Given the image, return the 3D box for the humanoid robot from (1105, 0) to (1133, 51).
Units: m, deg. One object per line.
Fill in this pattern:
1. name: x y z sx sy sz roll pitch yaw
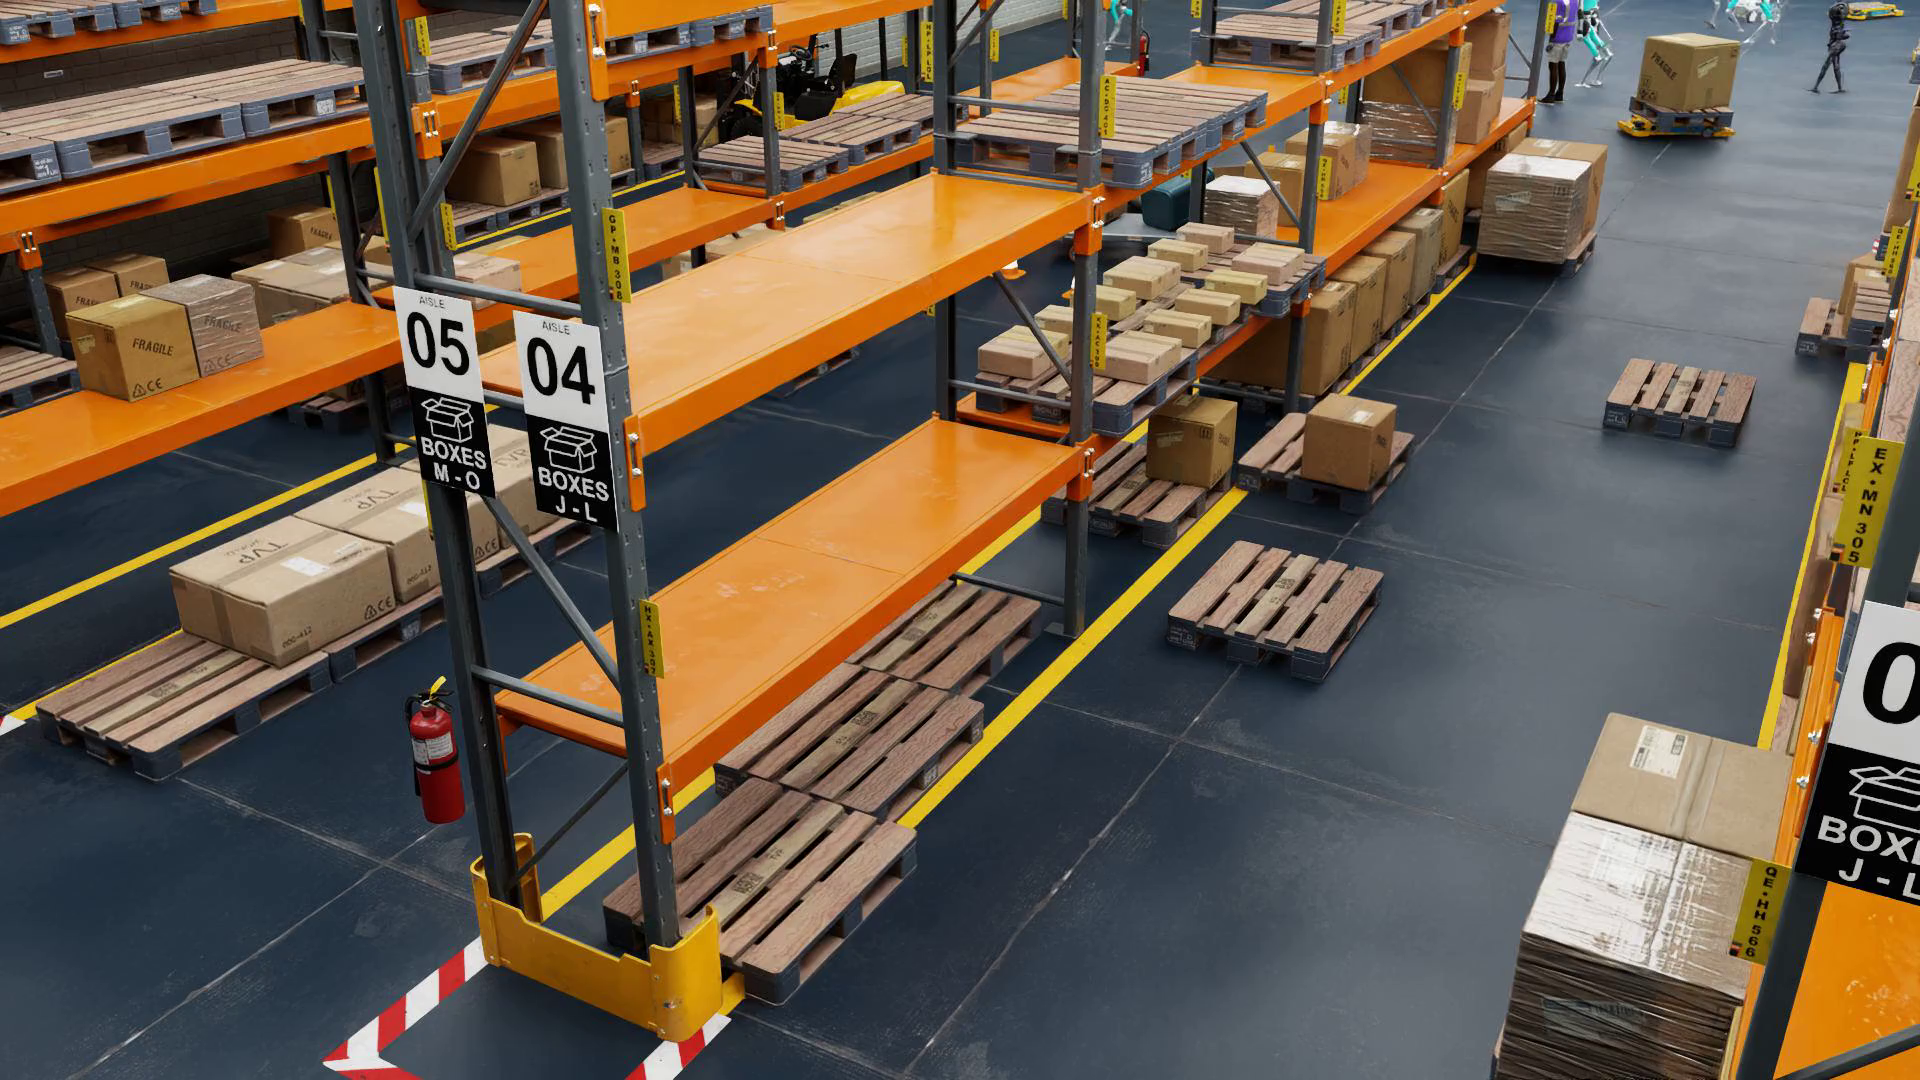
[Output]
1. humanoid robot: 2.890 -9.611 29.657 0.891 1.787 0.575 -21 33 -36

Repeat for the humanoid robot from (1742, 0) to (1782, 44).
1. humanoid robot: 14.820 -9.864 30.240 0.812 1.839 0.575 11 28 22

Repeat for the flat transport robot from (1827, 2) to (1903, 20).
1. flat transport robot: 18.222 -10.642 33.456 1.431 0.231 0.659 -13 28 -24

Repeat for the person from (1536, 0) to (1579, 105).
1. person: 9.083 -7.595 25.185 0.371 1.958 0.596 21 33 37

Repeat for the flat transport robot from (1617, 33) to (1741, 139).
1. flat transport robot: 10.136 -5.868 23.536 1.431 0.231 0.659 0 26 0

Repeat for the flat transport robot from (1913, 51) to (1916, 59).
1. flat transport robot: 17.264 -8.330 28.652 1.431 0.231 0.659 11 28 21

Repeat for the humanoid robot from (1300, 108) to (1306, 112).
1. humanoid robot: 4.989 -7.125 24.517 0.608 1.642 0.416 20 32 35

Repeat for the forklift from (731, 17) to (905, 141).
1. forklift: -1.819 -5.975 21.543 2.313 2.155 1.214 14 29 26

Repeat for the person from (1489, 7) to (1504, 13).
1. person: 7.532 -7.074 24.192 0.607 1.865 0.983 9 27 17

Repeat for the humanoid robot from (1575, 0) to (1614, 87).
1. humanoid robot: 10.171 -8.107 26.483 0.558 1.741 0.849 -21 32 -36

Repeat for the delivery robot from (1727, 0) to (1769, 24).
1. delivery robot: 15.622 -10.518 32.888 0.816 0.612 0.499 -16 30 -29

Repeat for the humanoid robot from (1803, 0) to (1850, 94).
1. humanoid robot: 13.641 -7.800 25.949 0.677 1.627 0.612 7 26 13

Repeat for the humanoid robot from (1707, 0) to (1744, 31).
1. humanoid robot: 14.714 -10.577 31.671 0.979 1.772 0.548 14 29 26

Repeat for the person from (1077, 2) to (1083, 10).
1. person: 2.334 -10.901 32.154 0.764 1.872 1.009 -2 26 -5
